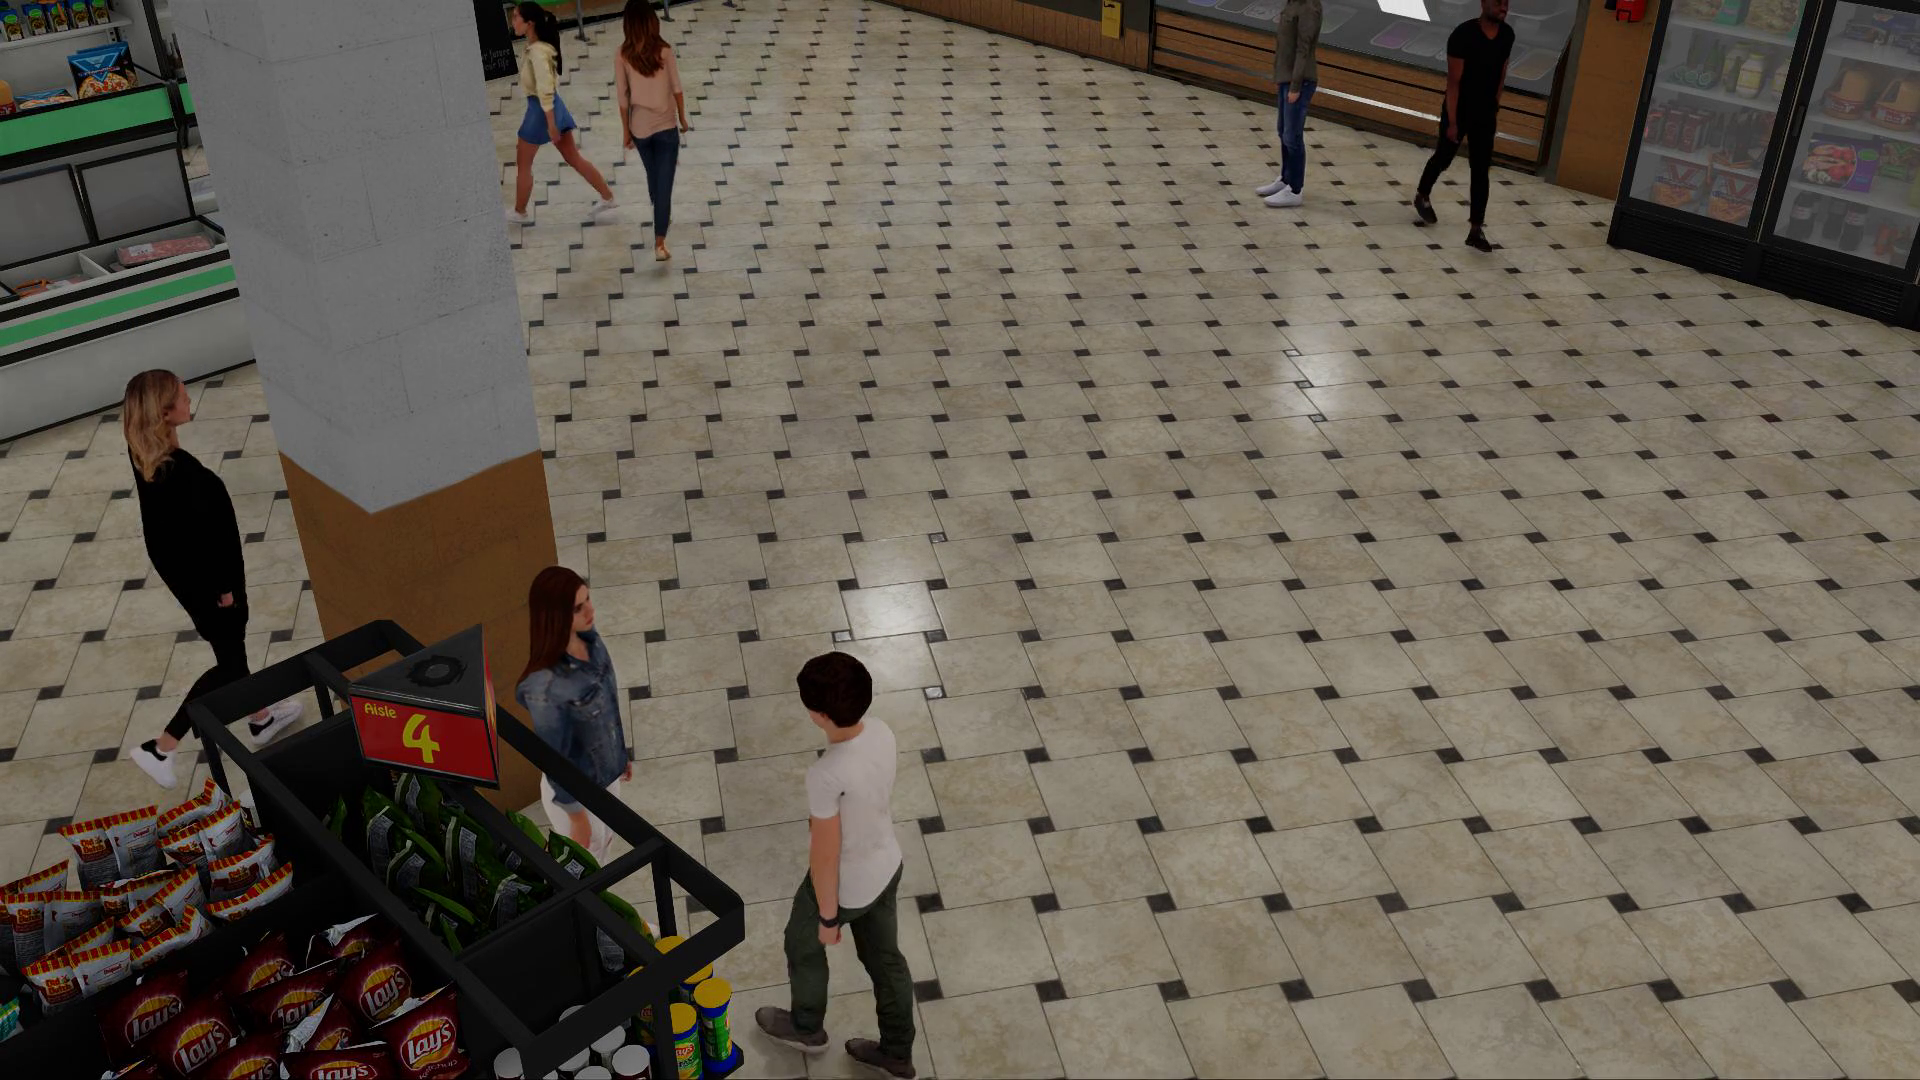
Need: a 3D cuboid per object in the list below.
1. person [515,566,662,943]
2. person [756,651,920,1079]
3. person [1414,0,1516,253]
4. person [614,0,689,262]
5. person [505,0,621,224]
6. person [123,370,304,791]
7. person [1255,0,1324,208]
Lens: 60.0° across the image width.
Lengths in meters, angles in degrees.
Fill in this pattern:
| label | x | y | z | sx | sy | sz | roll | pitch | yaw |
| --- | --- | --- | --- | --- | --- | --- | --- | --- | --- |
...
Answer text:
| label | x | y | z | sx | sy | sz | roll | pitch | yaw |
| --- | --- | --- | --- | --- | --- | --- | --- | --- | --- |
| person | -1.298 | 0.821 | 5.657 | 0.746 | 1.703 | 0.651 | 4 | 32 | 7 |
| person | -0.272 | 1.107 | 5.264 | 0.753 | 1.632 | 0.837 | 19 | 37 | 28 |
| person | 3.518 | -2.998 | 11.726 | 1.231 | 1.776 | 1.159 | -7 | 33 | -11 |
| person | -2.085 | -2.754 | 11.362 | 1.097 | 1.746 | 1.183 | 0 | 32 | 1 |
| person | -2.887 | -3.034 | 11.962 | 1.221 | 1.588 | 1.109 | -3 | 32 | -5 |
| person | -3.082 | 0.199 | 6.584 | 0.744 | 1.781 | 1.089 | 20 | 37 | 29 |
| person | 2.497 | -3.408 | 12.301 | 0.827 | 1.864 | 0.770 | 0 | 32 | -1 |
